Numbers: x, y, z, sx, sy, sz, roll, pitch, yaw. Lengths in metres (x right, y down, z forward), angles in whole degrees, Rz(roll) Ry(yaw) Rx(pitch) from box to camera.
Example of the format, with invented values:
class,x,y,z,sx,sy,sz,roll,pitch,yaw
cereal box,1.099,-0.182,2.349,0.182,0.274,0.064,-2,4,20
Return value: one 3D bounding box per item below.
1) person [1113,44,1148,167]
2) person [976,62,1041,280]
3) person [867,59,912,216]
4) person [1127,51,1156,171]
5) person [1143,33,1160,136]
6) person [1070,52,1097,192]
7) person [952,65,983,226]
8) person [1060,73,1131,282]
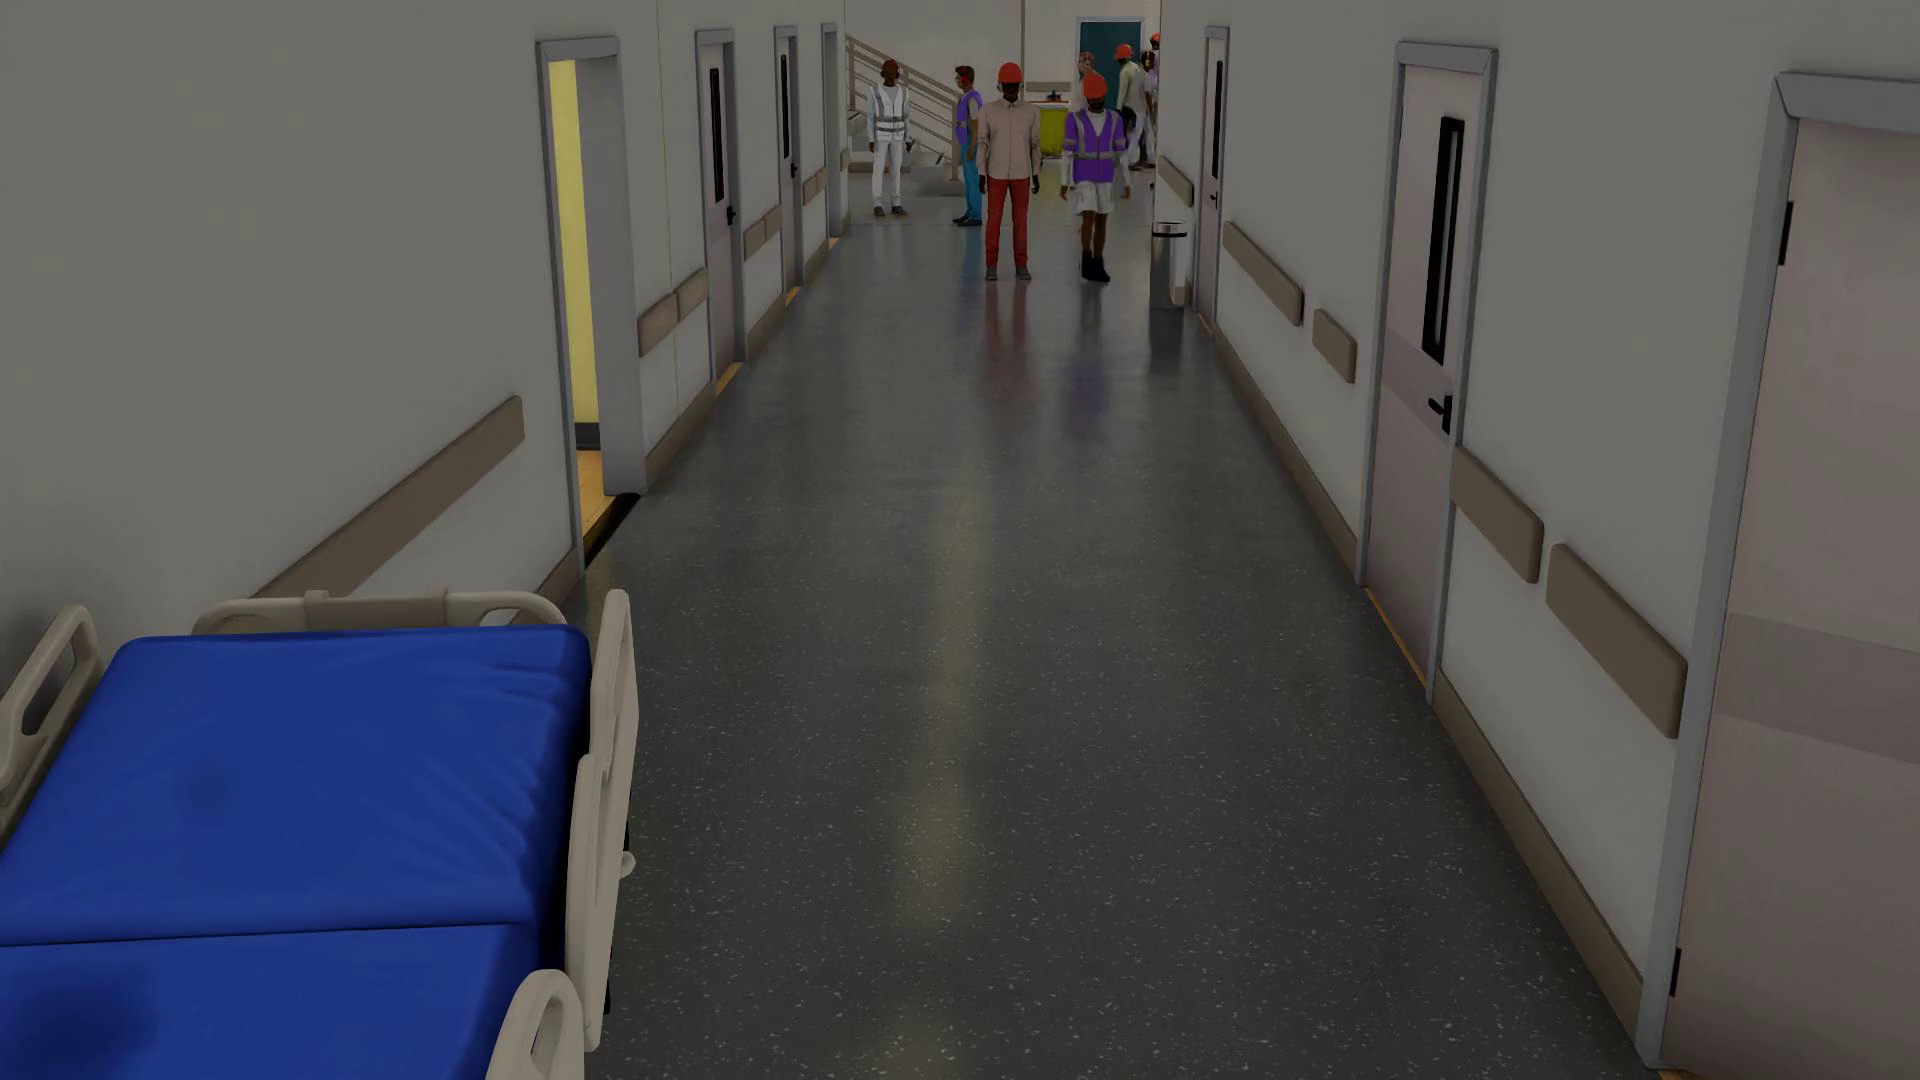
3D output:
class,x,y,z,sx,sy,sz,roll,pitch,yaw
person,2.735,-6.974,26.758,0.609,1.944,0.652,10,20,28
person,0.459,-3.434,15.560,0.612,1.995,0.379,-3,18,-8
person,-0.874,-4.948,20.497,0.572,1.886,0.355,-9,20,-25
person,2.976,-6.747,26.224,0.831,1.835,0.553,-1,18,-5
person,3.942,-9.232,33.732,0.408,2.032,0.612,-12,21,-33
person,1.747,-5.833,23.244,0.407,1.906,0.655,-2,18,-7
person,0.127,-4.628,19.564,0.390,1.841,0.564,-2,18,-7
person,1.265,-3.336,15.387,0.676,1.908,0.482,-5,18,-14
